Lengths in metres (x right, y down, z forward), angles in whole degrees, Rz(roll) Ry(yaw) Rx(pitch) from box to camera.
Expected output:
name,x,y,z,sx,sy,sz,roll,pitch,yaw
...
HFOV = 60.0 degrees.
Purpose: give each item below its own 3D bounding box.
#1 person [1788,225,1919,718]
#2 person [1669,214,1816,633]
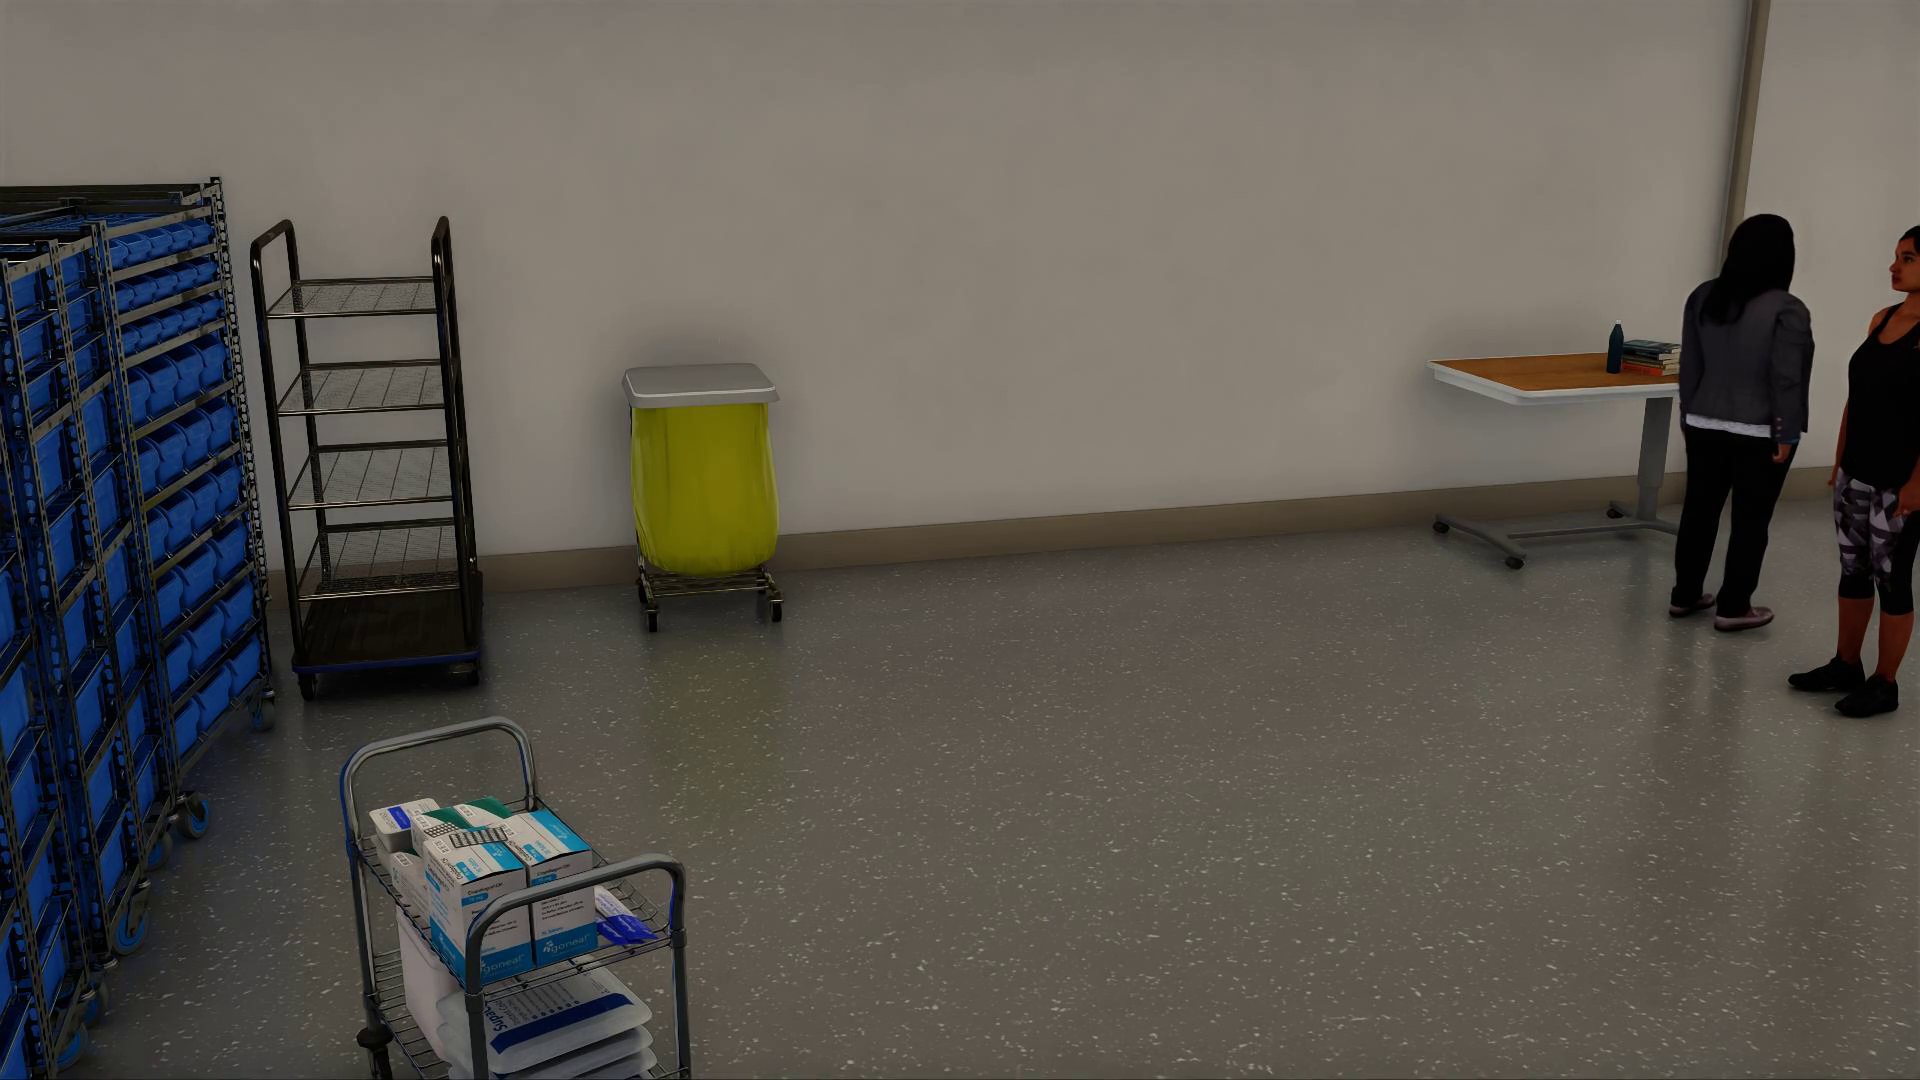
name,x,y,z,sx,sy,sz,roll,pitch,yaw
person,3.120,-0.243,5.574,0.536,1.660,0.597,-2,16,-8
person,2.999,-0.445,6.406,0.742,1.598,0.739,-9,18,-29
